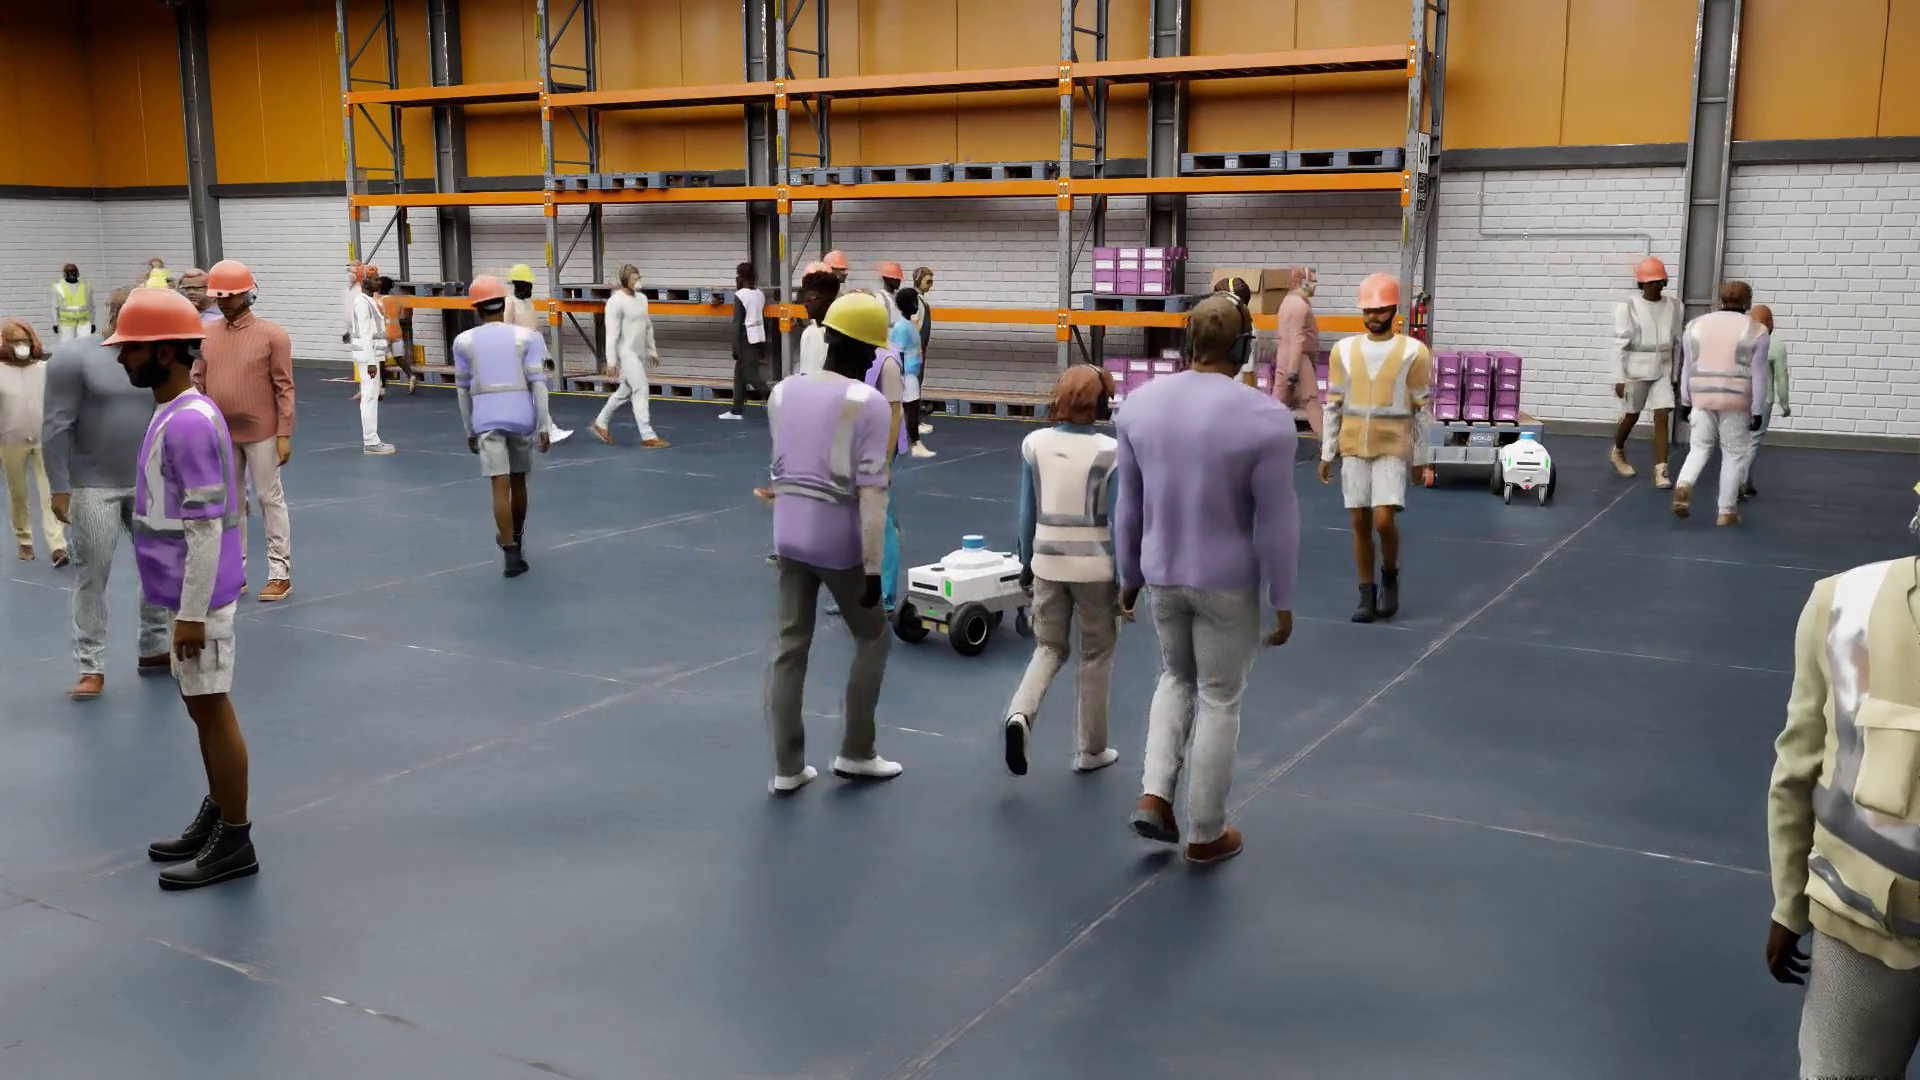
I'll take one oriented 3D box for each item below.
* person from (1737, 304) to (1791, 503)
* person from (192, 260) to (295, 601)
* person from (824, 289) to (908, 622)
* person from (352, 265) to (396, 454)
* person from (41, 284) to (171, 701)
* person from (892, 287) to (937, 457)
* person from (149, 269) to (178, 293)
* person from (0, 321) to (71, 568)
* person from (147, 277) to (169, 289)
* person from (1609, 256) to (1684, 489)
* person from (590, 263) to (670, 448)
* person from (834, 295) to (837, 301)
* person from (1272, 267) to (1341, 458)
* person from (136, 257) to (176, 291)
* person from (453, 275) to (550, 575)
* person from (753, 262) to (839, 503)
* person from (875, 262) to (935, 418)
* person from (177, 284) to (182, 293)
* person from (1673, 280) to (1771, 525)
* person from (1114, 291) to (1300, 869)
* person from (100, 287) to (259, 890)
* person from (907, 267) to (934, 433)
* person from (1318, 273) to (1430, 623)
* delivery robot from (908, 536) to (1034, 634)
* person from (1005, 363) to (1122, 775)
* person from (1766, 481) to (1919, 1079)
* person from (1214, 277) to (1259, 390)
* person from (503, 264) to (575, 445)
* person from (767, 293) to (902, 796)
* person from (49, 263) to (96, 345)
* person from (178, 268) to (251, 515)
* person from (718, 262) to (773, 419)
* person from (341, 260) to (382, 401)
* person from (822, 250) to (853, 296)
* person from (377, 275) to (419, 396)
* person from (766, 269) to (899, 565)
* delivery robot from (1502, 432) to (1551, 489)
[{"bbox_3d":[6.446,-1.113,13.524,0.722,1.603,0.514,-8,13,-40],"label":"person"},{"bbox_3d":[-4.186,-0.630,9.711,0.608,1.988,0.387,1,10,7],"label":"person"},{"bbox_3d":[-0.498,-0.454,9.142,0.389,1.837,0.563,-6,12,-30],"label":"person"},{"bbox_3d":[-5.875,-1.796,16.614,0.356,1.883,0.573,-3,10,-17],"label":"person"},{"bbox_3d":[-3.904,-0.233,7.754,0.368,1.898,0.728,6,12,31],"label":"person"},{"bbox_3d":[-0.609,-1.643,16.342,0.705,1.679,0.537,1,10,4],"label":"person"},{"bbox_3d":[-10.458,-2.703,22.063,0.935,1.782,0.597,1,10,7],"label":"person"},{"bbox_3d":[-6.018,-0.610,10.744,0.520,1.584,0.863,-7,12,-36],"label":"person"},{"bbox_3d":[-8.643,-1.983,18.111,0.815,1.734,0.526,2,10,10],"label":"person"},{"bbox_3d":[5.965,-1.475,14.530,0.616,1.997,1.033,0,10,-2],"label":"person"},{"bbox_3d":[-3.465,-1.900,17.179,0.978,1.904,0.639,3,11,18],"label":"person"},{"bbox_3d":[-0.971,-1.300,13.844,0.552,1.866,0.608,3,11,18],"label":"person"},{"bbox_3d":[3.351,-1.696,16.110,0.982,1.863,0.664,-1,10,-3],"label":"person"},{"bbox_3d":[-13.222,-3.705,27.421,0.646,1.890,0.649,8,13,37],"label":"person"},{"bbox_3d":[-2.935,-0.749,10.686,0.561,1.879,0.935,-3,10,-17],"label":"person"},{"bbox_3d":[-1.093,-1.183,12.978,1.018,1.941,0.626,-1,10,-5],"label":"person"},{"bbox_3d":[-0.811,-2.360,19.828,1.005,1.870,0.556,5,11,26],"label":"person"},{"bbox_3d":[-10.668,-2.799,23.028,0.501,1.624,0.313,-7,12,-35],"label":"person"},{"bbox_3d":[5.586,-0.989,12.242,0.618,1.824,0.642,-10,14,-44],"label":"person"},{"bbox_3d":[0.827,0.143,5.523,0.648,1.920,0.439,7,12,35],"label":"person"},{"bbox_3d":[-2.520,0.157,5.399,0.358,1.938,0.548,-6,11,-29],"label":"person"},{"bbox_3d":[-0.457,-2.108,18.509,0.351,1.838,0.507,1,10,4],"label":"person"},{"bbox_3d":[2.249,-0.489,9.089,0.554,1.918,0.407,6,12,30],"label":"person"},{"bbox_3d":[0.066,0.220,8.687,0.477,0.478,0.707,10,14,43],"label":"delivery robot"},{"bbox_3d":[0.418,0.135,6.384,0.524,1.622,0.582,7,12,33],"label":"person"},{"bbox_3d":[1.691,0.659,2.850,0.591,1.834,0.404,7,12,36],"label":"person"},{"bbox_3d":[1.813,-0.799,11.034,0.326,1.862,0.518,0,10,0],"label":"person"},{"bbox_3d":[-4.465,-1.909,17.269,0.971,1.880,0.592,1,10,7],"label":"person"},{"bbox_3d":[-0.465,0.022,6.303,0.578,1.886,0.658,6,12,31],"label":"person"},{"bbox_3d":[-13.832,-3.409,25.949,0.634,1.820,0.799,-8,13,-38],"label":"person"},{"bbox_3d":[-5.715,-1.100,12.619,0.678,1.899,0.398,-2,10,-12],"label":"person"},{"bbox_3d":[-2.472,-2.349,19.745,0.887,1.886,0.599,3,11,18],"label":"person"},{"bbox_3d":[-8.002,-2.784,22.203,0.729,1.893,0.402,7,12,34],"label":"person"},{"bbox_3d":[-1.321,-1.974,17.230,0.468,2.029,0.616,1,10,8],"label":"person"},{"bbox_3d":[-7.842,-2.813,22.972,0.719,1.678,0.538,7,12,34],"label":"person"},{"bbox_3d":[-0.823,-0.811,10.915,0.952,1.930,0.616,-8,13,-38],"label":"person"},{"bbox_3d":[4.608,-0.636,13.538,0.477,0.478,0.707,3,10,15],"label":"delivery robot"}]
